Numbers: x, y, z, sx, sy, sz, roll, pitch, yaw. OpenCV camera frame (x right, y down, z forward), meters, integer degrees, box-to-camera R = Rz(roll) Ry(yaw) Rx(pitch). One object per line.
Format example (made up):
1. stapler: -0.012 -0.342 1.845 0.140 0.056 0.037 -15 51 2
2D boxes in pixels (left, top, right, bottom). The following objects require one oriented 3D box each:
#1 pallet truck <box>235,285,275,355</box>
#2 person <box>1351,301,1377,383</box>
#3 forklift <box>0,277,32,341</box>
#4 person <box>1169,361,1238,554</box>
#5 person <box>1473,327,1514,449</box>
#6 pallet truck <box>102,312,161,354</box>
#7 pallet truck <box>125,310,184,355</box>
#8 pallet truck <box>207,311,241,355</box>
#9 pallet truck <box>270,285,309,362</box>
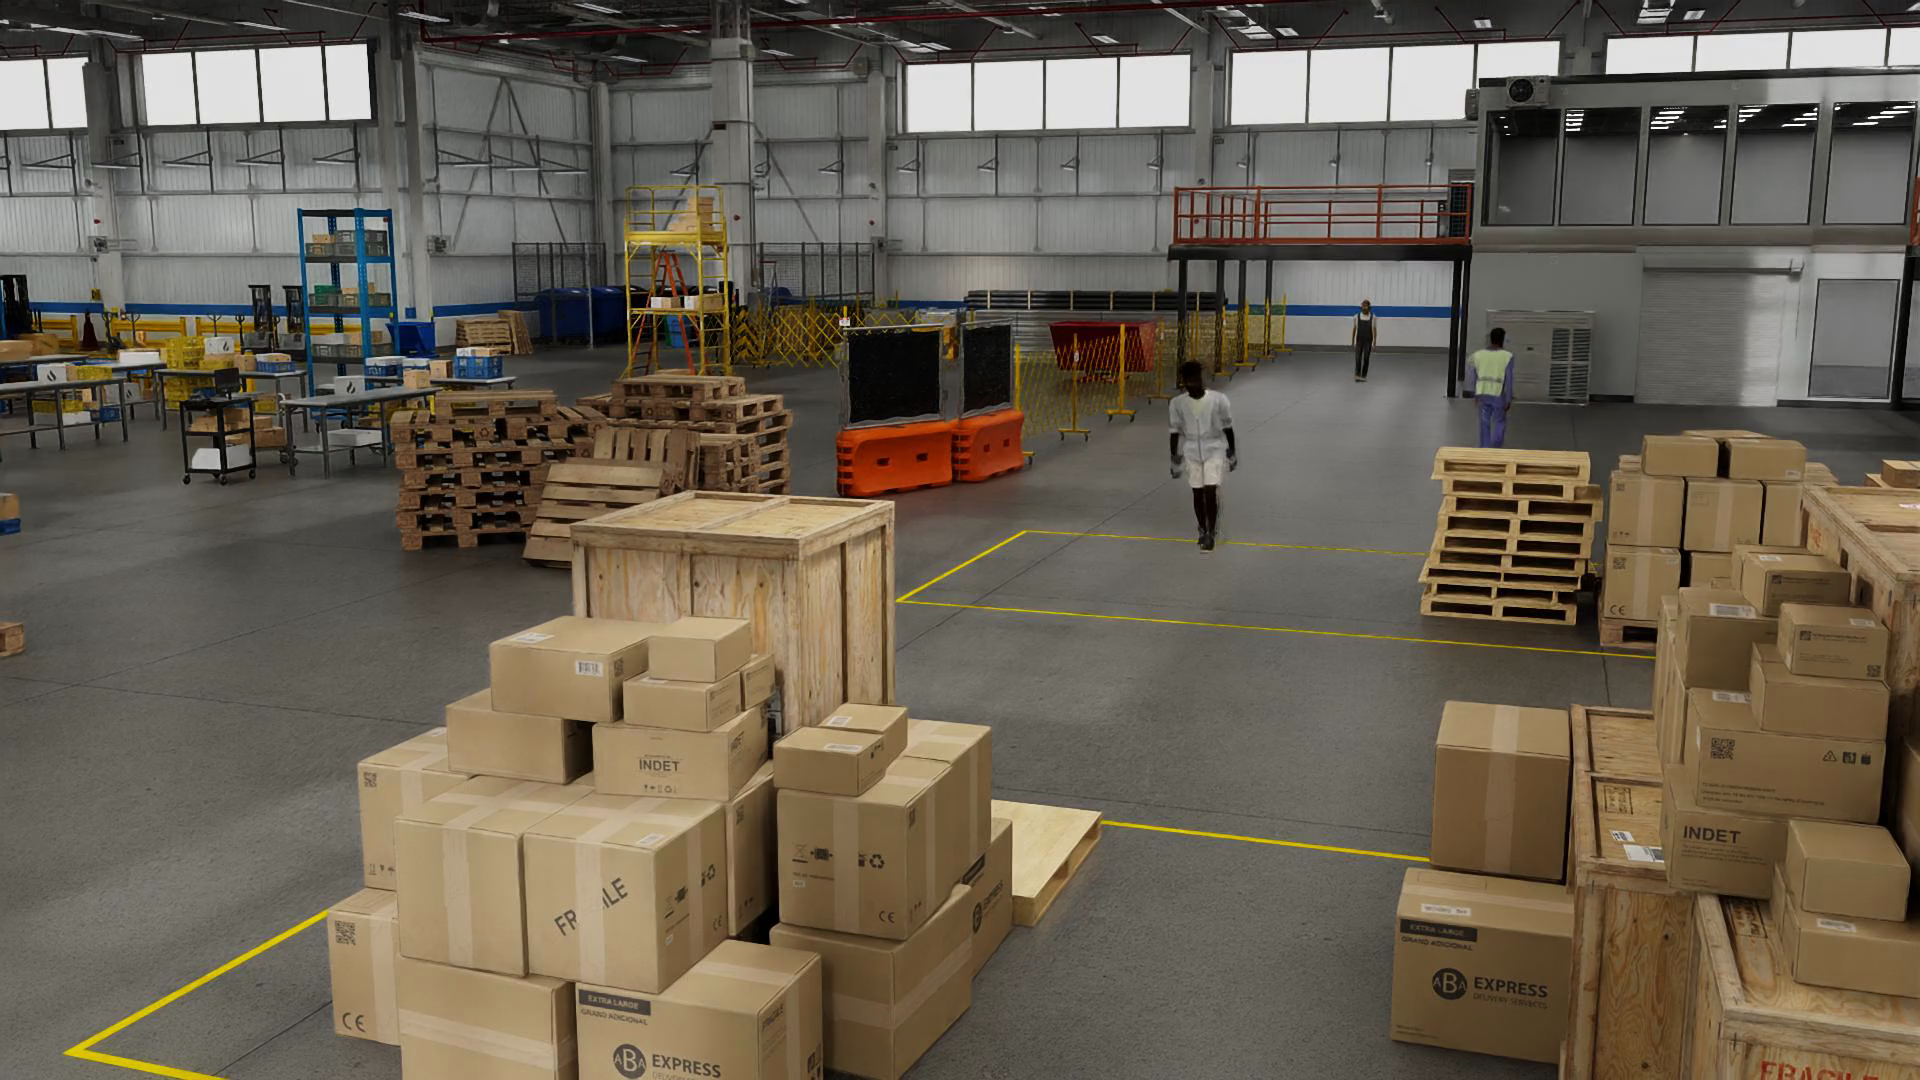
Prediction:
1. pallet truck: -18.327 -5.835 44.421 0.823 1.965 1.885 4 11 23
2. person: 8.905 -4.359 36.665 0.536 1.798 0.934 2 10 14
3. forklift: -27.151 -6.329 46.328 1.157 1.987 2.680 3 11 17
4. person: 2.391 -0.823 16.466 0.642 1.898 0.817 4 11 23
5. person: 7.410 -2.002 23.136 0.586 1.897 0.490 7 12 34
6. pallet truck: -23.057 -5.777 46.261 0.680 1.201 1.601 3 11 19
7. pallet truck: -22.038 -5.665 45.457 0.704 1.261 1.522 3 11 17
8. pallet truck: -19.537 -5.575 44.913 0.653 1.274 1.630 3 11 19
9. pallet truck: -17.147 -5.700 43.663 0.823 1.965 1.885 3 11 17
